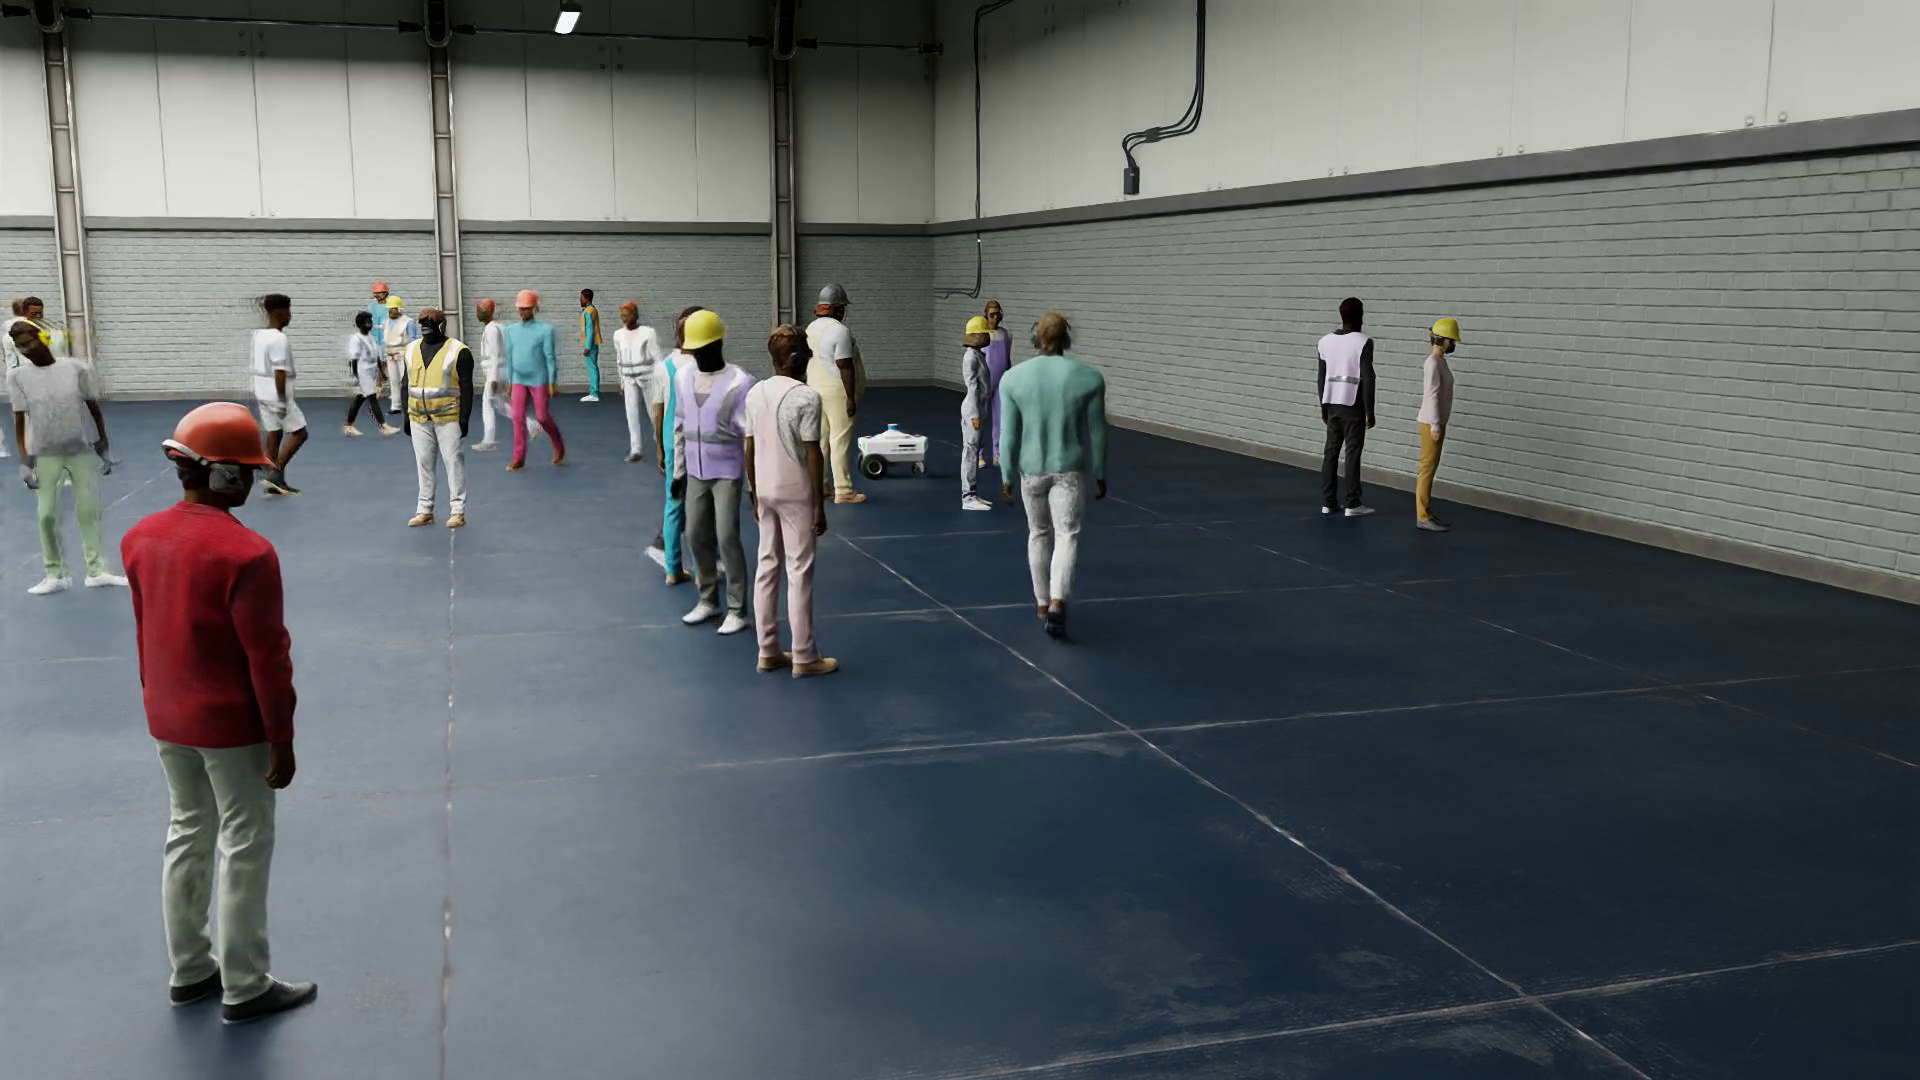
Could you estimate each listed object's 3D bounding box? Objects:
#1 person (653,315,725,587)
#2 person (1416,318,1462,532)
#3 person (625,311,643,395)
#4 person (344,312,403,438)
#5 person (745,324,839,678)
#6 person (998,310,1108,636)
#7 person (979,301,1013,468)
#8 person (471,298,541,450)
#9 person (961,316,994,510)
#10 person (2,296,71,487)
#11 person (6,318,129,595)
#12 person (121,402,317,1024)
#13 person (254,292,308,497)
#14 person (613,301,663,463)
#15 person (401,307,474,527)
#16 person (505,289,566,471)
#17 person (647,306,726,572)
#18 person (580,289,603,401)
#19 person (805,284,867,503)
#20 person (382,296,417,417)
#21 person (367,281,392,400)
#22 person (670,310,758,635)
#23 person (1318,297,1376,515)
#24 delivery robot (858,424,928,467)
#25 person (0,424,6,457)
[{"bbox_3d":[-1.814,-0.590,11.233,0.511,1.837,0.353,2,9,15],"label":"person"},{"bbox_3d":[3.966,-0.955,13.800,0.325,1.760,0.523,3,9,19],"label":"person"},{"bbox_3d":[-5.862,-3.398,29.777,0.288,1.633,0.499,-7,12,-39],"label":"person"},{"bbox_3d":[-7.762,-2.163,21.829,0.865,1.647,0.540,1,9,4],"label":"person"},{"bbox_3d":[-0.902,-0.201,8.712,0.505,1.846,0.347,7,11,37],"label":"person"},{"bbox_3d":[0.542,-0.403,9.838,0.639,1.909,0.960,1,9,8],"label":"person"},{"bbox_3d":[0.354,-1.714,18.362,0.514,1.844,0.328,-4,10,-24],"label":"person"},{"bbox_3d":[-5.567,-2.016,20.264,0.743,1.859,0.618,-2,9,-10],"label":"person"},{"bbox_3d":[0.161,-1.147,15.072,0.296,1.745,0.485,1,9,5],"label":"person"},{"bbox_3d":[-9.223,-1.472,16.634,0.391,1.911,0.584,6,11,33],"label":"person"},{"bbox_3d":[-5.877,-0.552,11.020,0.684,1.834,0.343,-6,11,-35],"label":"person"},{"bbox_3d":[-2.062,0.485,4.679,0.573,1.739,0.351,5,10,27],"label":"person"},{"bbox_3d":[-6.463,-1.369,15.805,0.412,1.950,0.617,-8,12,-43],"label":"person"},{"bbox_3d":[-3.641,-1.836,19.175,0.645,1.845,0.947,3,9,18],"label":"person"},{"bbox_3d":[-4.399,-1.023,13.973,0.627,1.844,0.429,1,9,8],"label":"person"},{"bbox_3d":[-4.693,-1.758,18.238,0.634,1.973,0.813,3,9,18],"label":"person"},{"bbox_3d":[-1.886,-0.693,11.682,0.584,1.902,0.628,1,9,4],"label":"person"},{"bbox_3d":[-6.324,-3.335,28.475,0.392,1.920,0.592,-1,9,-6],"label":"person"},{"bbox_3d":[-1.142,-1.368,15.532,0.538,2.000,0.684,-7,11,-38],"label":"person"},{"bbox_3d":[-8.516,-2.780,25.218,0.600,1.827,0.404,4,10,22],"label":"person"},{"bbox_3d":[-9.904,-3.411,28.561,0.604,2.044,0.375,1,9,5],"label":"person"},{"bbox_3d":[-1.416,-0.398,9.789,0.634,1.898,0.513,5,10,30],"label":"person"},{"bbox_3d":[3.407,-1.174,14.683,0.390,1.920,0.588,-7,11,-38],"label":"person"},{"bbox_3d":[-0.698,-0.972,17.423,0.707,0.478,0.477,-1,9,-11],"label":"delivery robot"},{"bbox_3d":[-11.604,-1.810,19.461,0.825,1.692,0.496,3,10,21],"label":"person"}]
